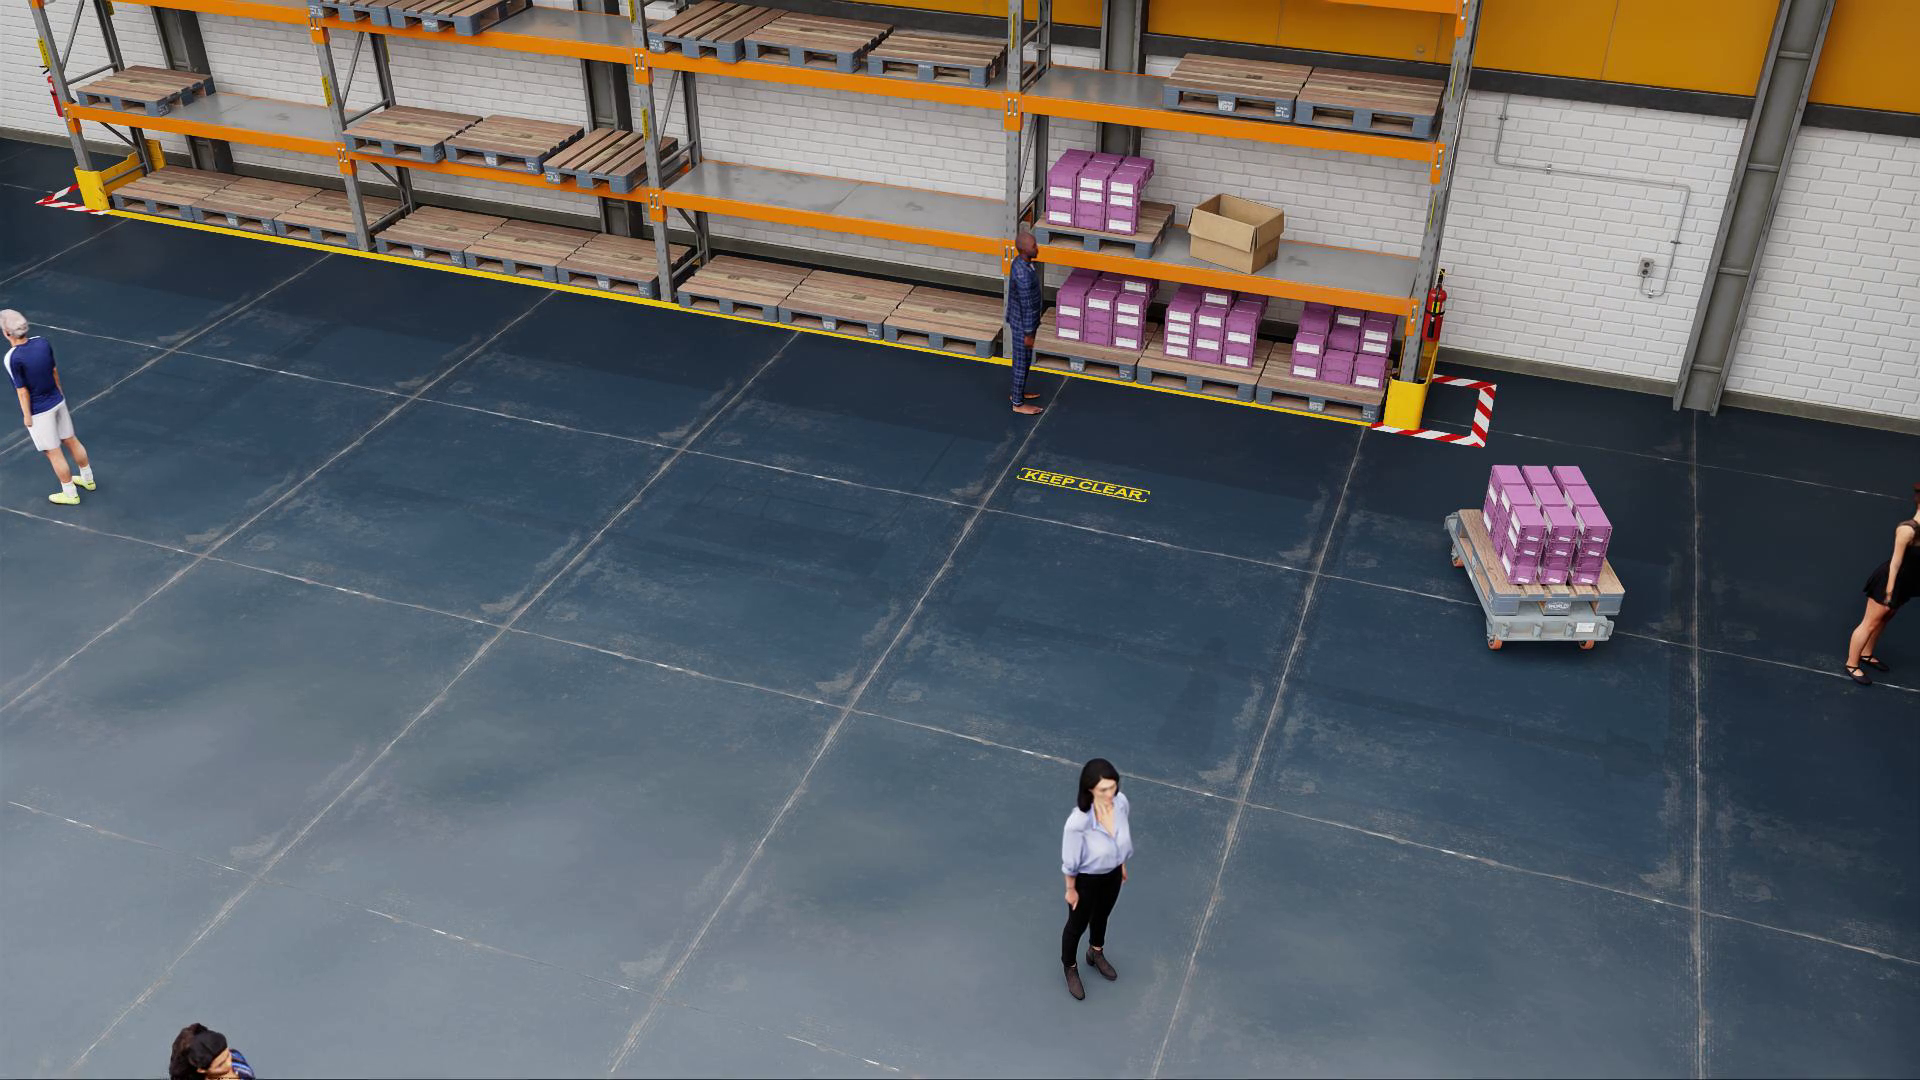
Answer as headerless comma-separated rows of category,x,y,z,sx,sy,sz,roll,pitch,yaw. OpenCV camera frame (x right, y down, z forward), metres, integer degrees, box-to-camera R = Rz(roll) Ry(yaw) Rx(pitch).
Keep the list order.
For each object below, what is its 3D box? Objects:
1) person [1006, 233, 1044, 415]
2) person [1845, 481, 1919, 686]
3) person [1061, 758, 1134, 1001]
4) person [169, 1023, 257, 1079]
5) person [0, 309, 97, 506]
person,0.613,-2.101,15.955,0.727,1.819,0.744,-1,34,-1
person,7.024,0.303,12.471,0.682,1.672,0.726,-20,38,-27
person,0.796,1.990,9.868,0.732,1.744,0.749,-22,39,-29
person,-3.686,3.023,8.425,0.664,1.621,0.701,3,34,4
person,-8.010,-1.173,14.542,0.562,1.838,0.646,8,34,12
